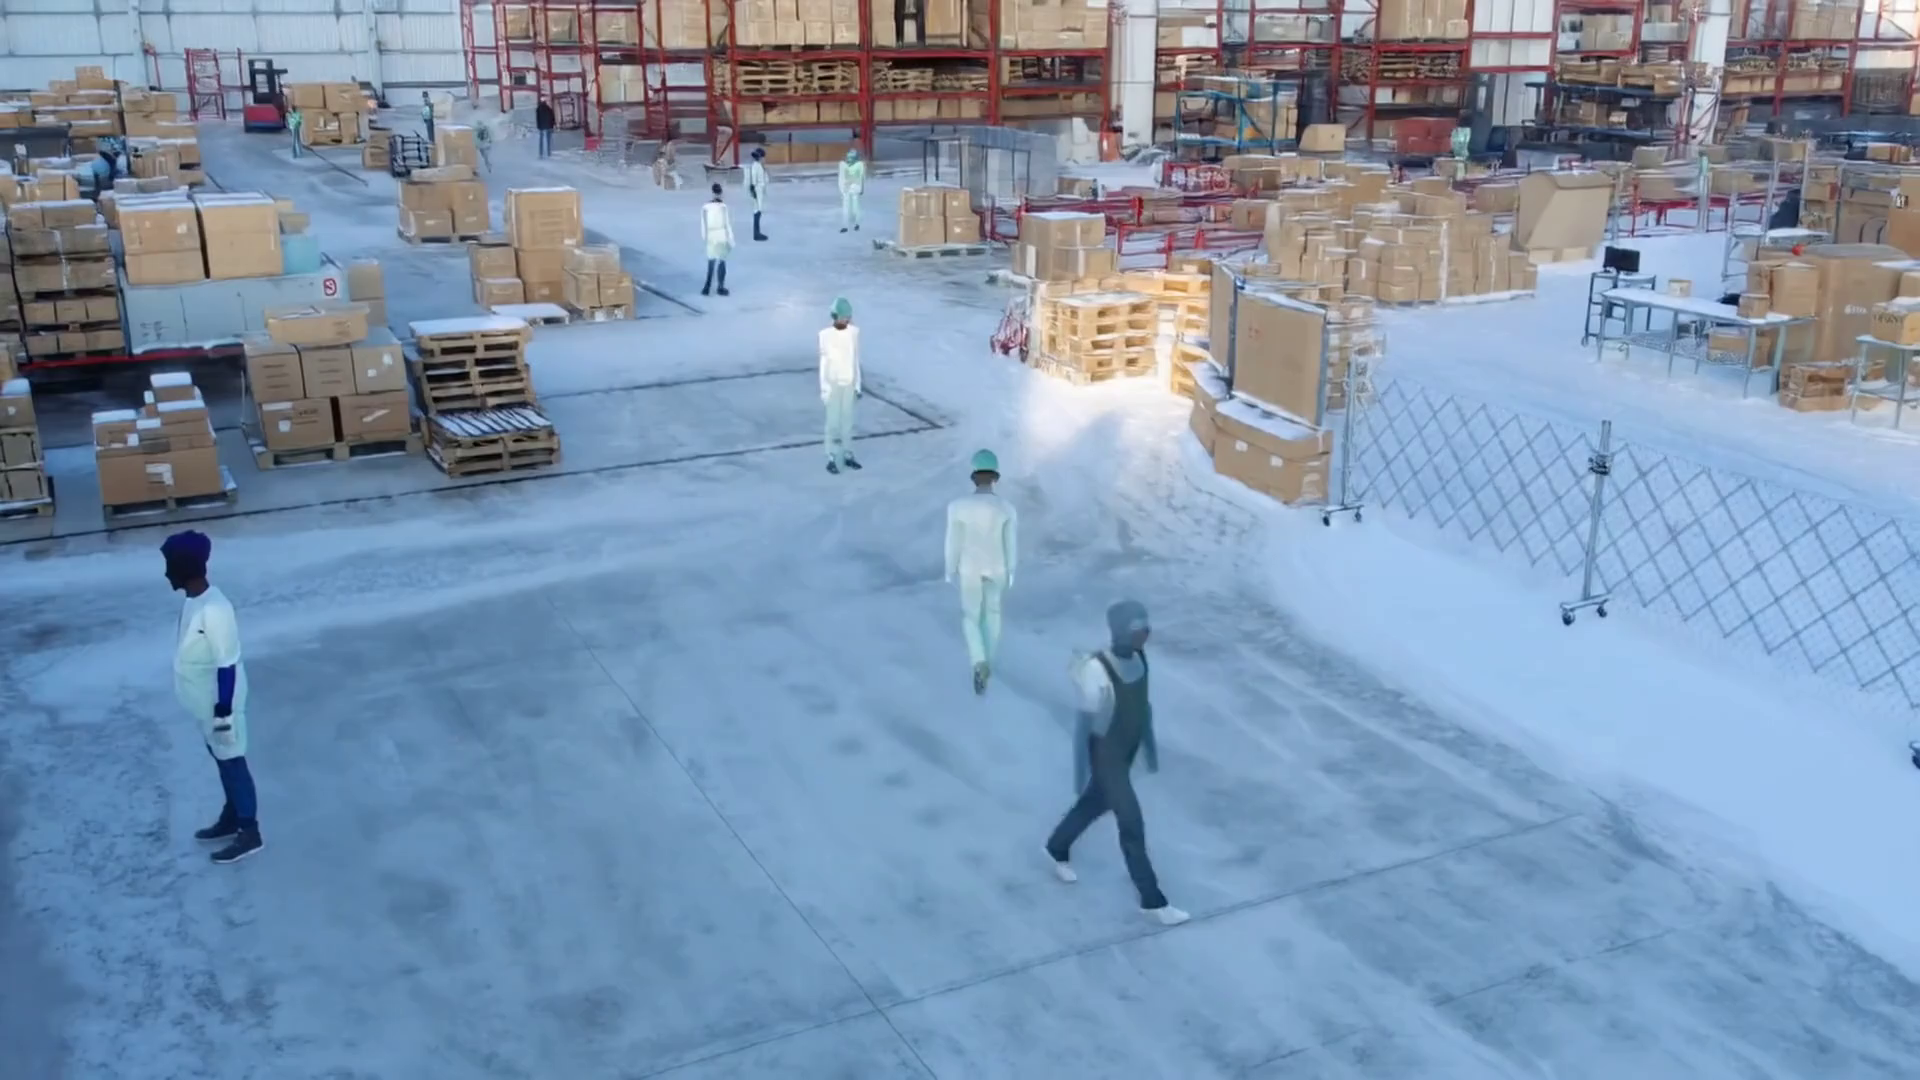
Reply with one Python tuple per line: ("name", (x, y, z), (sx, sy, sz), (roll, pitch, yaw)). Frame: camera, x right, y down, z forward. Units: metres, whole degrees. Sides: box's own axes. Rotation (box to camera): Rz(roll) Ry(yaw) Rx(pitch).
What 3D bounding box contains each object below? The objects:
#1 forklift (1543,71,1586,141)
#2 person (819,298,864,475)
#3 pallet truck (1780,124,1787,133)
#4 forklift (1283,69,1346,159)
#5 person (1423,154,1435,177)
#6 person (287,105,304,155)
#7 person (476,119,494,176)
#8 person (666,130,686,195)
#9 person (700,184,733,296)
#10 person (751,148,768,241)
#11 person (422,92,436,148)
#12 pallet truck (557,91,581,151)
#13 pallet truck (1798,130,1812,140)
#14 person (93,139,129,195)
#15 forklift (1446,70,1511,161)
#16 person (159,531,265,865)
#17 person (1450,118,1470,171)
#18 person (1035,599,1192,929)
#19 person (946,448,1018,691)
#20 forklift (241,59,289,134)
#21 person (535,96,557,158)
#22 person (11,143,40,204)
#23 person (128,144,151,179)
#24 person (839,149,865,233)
("forklift", (18.685, -13.231, 52.085), (1.873, 2.768, 1.129), (-9, 20, -26))
("person", (-1.238, -1.624, 17.533), (0.536, 1.866, 0.314), (-14, 23, -38))
("pallet truck", (25.206, -12.542, 52.601), (1.601, 1.201, 0.680), (0, 18, -2))
("forklift", (11.615, -13.871, 54.079), (1.129, 2.768, 1.873), (-9, 20, -27))
("person", (10.581, -7.949, 37.696), (0.840, 1.576, 0.559), (-3, 18, -9))
("person", (-22.168, -13.669, 55.455), (0.311, 1.636, 0.523), (7, 19, 20))
("person", (-13.928, -11.465, 48.608), (0.536, 1.611, 0.579), (8, 20, 24))
("person", (-7.521, -9.953, 43.802), (0.395, 1.674, 0.614), (-2, 18, -5))
("person", (-4.171, -5.088, 28.313), (0.682, 1.900, 0.368), (5, 18, 14))
("person", (-4.218, -7.280, 35.076), (0.384, 1.929, 0.539), (-3, 18, -9))
("person", (-18.660, -14.762, 58.425), (0.396, 1.911, 0.588), (-15, 23, -39))
("pallet truck", (-13.495, -14.412, 57.188), (0.823, 1.965, 1.885), (-3, 18, -9))
("pallet truck", (25.526, -11.556, 49.408), (1.630, 1.274, 0.653), (-9, 20, -26))
("person", (-18.487, -7.722, 36.262), (0.700, 2.000, 0.535), (-16, 24, -41))
("forklift", (16.729, -13.664, 53.433), (1.873, 2.768, 1.129), (-9, 20, -26))
("person", (-4.286, 0.891, 9.531), (0.363, 1.965, 0.610), (-13, 22, -34))
("person", (14.462, -11.367, 48.179), (0.532, 1.697, 0.320), (5, 19, 16))
("person", (0.815, 1.150, 9.013), (1.008, 1.797, 0.522), (13, 22, 35))
("person", (0.174, 0.216, 11.980), (0.522, 1.747, 0.694), (-4, 18, -12))
("forklift", (-27.116, -17.292, 64.742), (1.129, 2.768, 1.873), (2, 18, 5))
("person", (-13.527, -13.470, 54.262), (0.613, 1.991, 0.391), (5, 18, 15))
("person", (-20.758, -7.874, 37.011), (0.574, 1.876, 0.356), (1, 18, 2))
("person", (-18.100, -7.828, 36.865), (0.328, 1.874, 0.517), (11, 21, 31))
("person", (-2.379, -7.599, 36.284), (0.613, 1.784, 0.875), (3, 18, 8))
